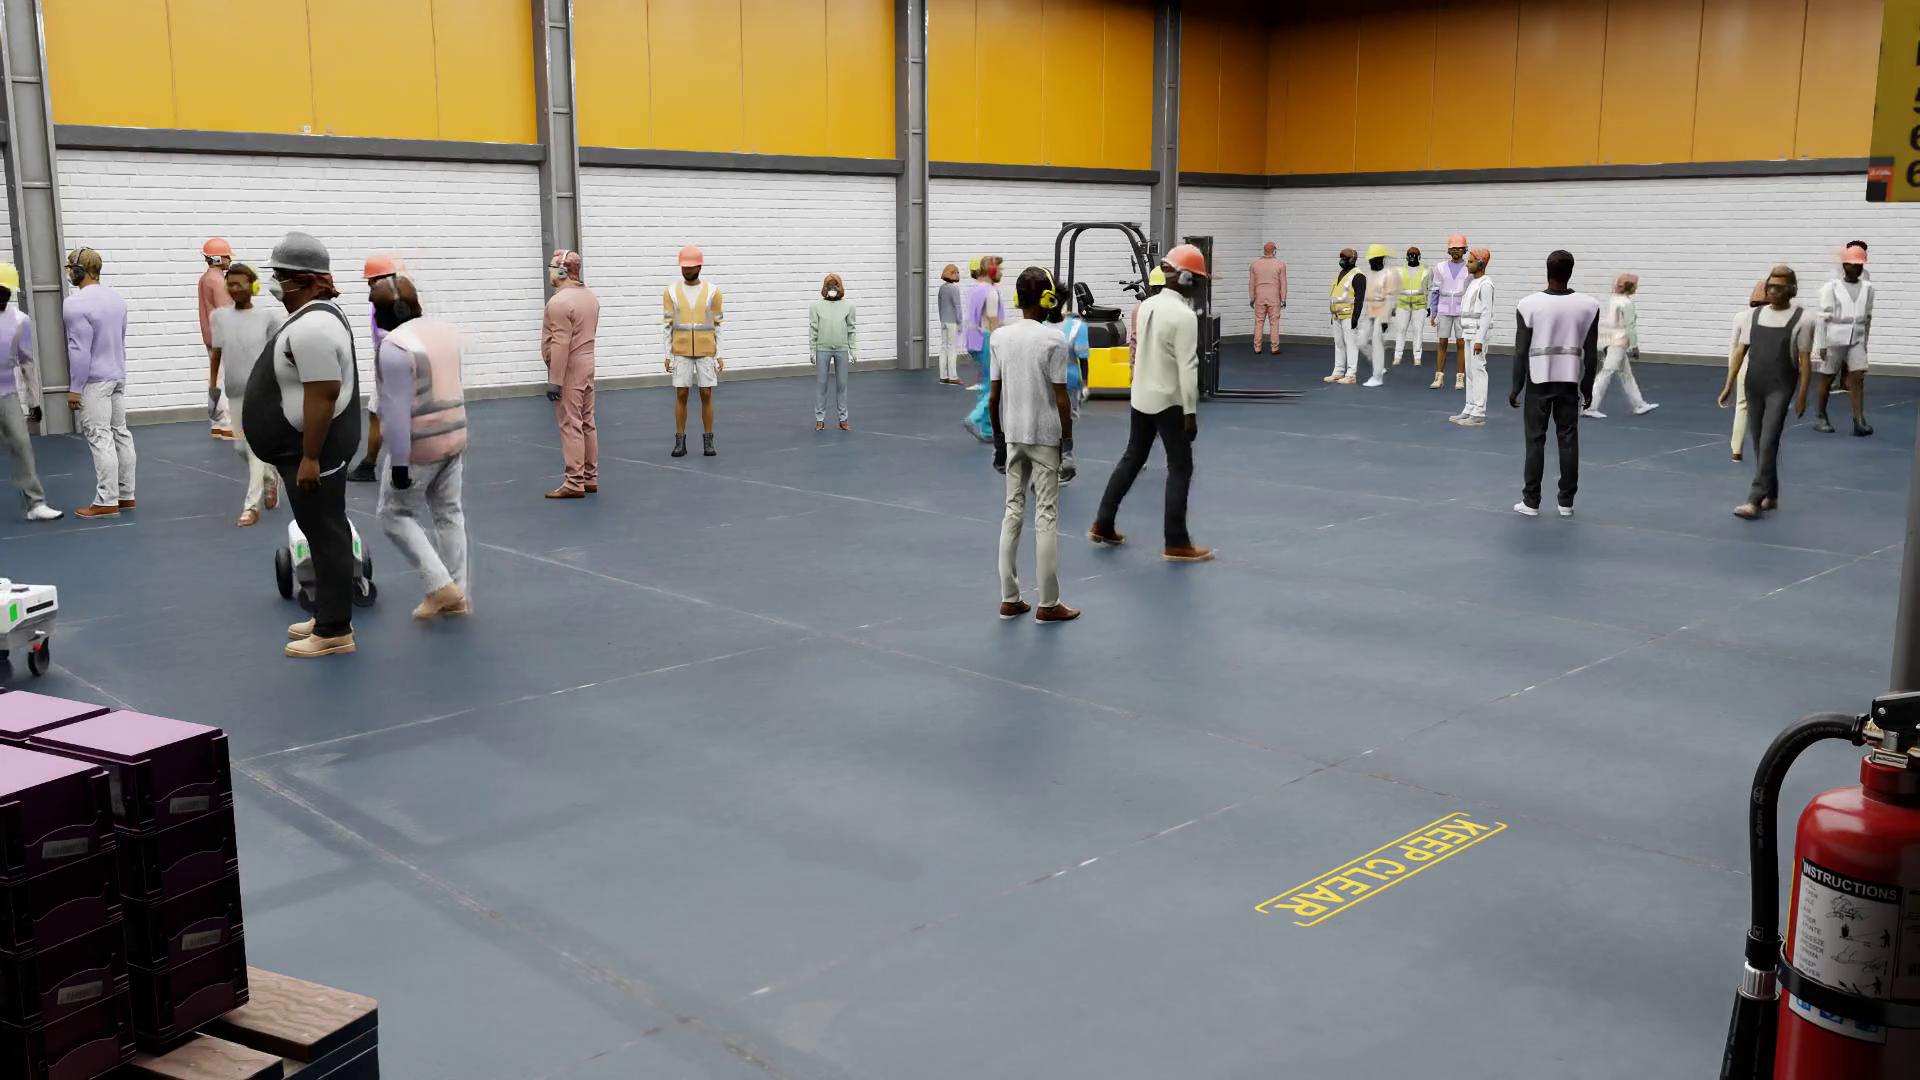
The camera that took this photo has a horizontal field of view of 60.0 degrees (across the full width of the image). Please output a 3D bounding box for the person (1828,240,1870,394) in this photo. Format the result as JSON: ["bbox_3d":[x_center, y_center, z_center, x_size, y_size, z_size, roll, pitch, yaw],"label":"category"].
[{"bbox_3d":[11.384,-2.856,21.328,0.603,1.963,0.368,-3,11,-18],"label":"person"}]

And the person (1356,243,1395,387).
[{"bbox_3d":[5.577,-3.004,22.270,0.416,1.907,0.618,-3,11,-18],"label":"person"}]

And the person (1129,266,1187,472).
[{"bbox_3d":[1.702,-1.443,14.161,0.530,1.767,0.328,2,11,11],"label":"person"}]

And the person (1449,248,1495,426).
[{"bbox_3d":[5.499,-2.162,17.766,0.355,1.883,0.575,0,10,1],"label":"person"}]

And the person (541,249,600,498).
[{"bbox_3d":[-3.028,-1.278,12.868,0.409,1.913,0.642,2,11,10],"label":"person"}]

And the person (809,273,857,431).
[{"bbox_3d":[-1.320,-1.948,17.278,0.498,1.633,0.283,-2,11,-9],"label":"person"}]

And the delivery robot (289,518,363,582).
[{"bbox_3d":[-3.510,0.029,9.186,0.477,0.478,0.707,-5,11,-24],"label":"delivery robot"}]

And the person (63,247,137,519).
[{"bbox_3d":[-6.194,-1.122,11.940,0.372,1.940,0.632,0,10,1],"label":"person"}]

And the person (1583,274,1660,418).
[{"bbox_3d":[7.361,-2.137,18.422,0.882,1.588,0.549,1,10,5],"label":"person"}]

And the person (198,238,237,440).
[{"bbox_3d":[-7.331,-1.992,16.529,0.381,1.994,0.622,-9,14,-39],"label":"person"}]

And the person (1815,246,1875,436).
[{"bbox_3d":[8.977,-2.000,16.803,0.564,1.902,0.912,0,10,2],"label":"person"}]

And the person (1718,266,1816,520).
[{"bbox_3d":[5.816,-1.065,12.013,0.838,1.806,0.516,-7,13,-35],"label":"person"}]

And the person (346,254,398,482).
[{"bbox_3d":[-4.570,-1.379,13.547,1.050,1.874,0.573,3,11,14],"label":"person"}]

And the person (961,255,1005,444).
[{"bbox_3d":[0.276,-1.826,16.053,0.431,1.831,0.602,-3,11,-14],"label":"person"}]

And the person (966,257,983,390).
[{"bbox_3d":[0.315,-2.834,21.798,0.486,1.745,0.528,-4,11,-21],"label":"person"}]

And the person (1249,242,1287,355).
[{"bbox_3d":[5.254,-4.111,28.329,0.651,1.905,0.403,5,11,25],"label":"person"}]

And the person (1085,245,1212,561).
[{"bbox_3d":[1.221,-0.859,10.466,0.600,1.961,0.847,-5,12,-26],"label":"person"}]

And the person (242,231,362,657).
[{"bbox_3d":[-3.184,-0.463,8.069,0.538,2.000,0.684,-3,11,-18],"label":"person"}]

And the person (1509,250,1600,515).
[{"bbox_3d":[4.289,-1.127,12.023,0.600,1.917,0.377,1,10,4],"label":"person"}]

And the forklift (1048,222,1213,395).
[{"bbox_3d":[1.935,-2.847,20.651,2.313,2.155,1.214,2,11,13],"label":"forklift"}]

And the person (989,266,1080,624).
[{"bbox_3d":[0.385,-0.493,8.721,0.516,1.865,0.329,7,13,35],"label":"person"}]

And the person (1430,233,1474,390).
[{"bbox_3d":[6.492,-2.994,21.862,0.608,2.044,0.370,5,12,26],"label":"person"}]

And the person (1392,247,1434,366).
[{"bbox_3d":[7.030,-3.635,25.908,0.634,1.841,0.429,3,11,18],"label":"person"}]

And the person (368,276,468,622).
[{"bbox_3d":[-2.786,-0.463,8.691,0.434,1.817,0.720,3,11,16],"label":"person"}]

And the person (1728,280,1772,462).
[{"bbox_3d":[7.106,-1.490,14.797,0.503,1.634,0.297,7,12,32],"label":"person"}]

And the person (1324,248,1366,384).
[{"bbox_3d":[5.280,-3.067,22.808,0.429,1.846,0.626,-4,11,-20],"label":"person"}]

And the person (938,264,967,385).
[{"bbox_3d":[-0.120,-2.922,22.584,0.286,1.635,0.497,-6,12,-31],"label":"person"}]

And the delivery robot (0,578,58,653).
[{"bbox_3d":[-4.509,0.323,7.580,0.707,0.478,0.477,1,11,7],"label":"delivery robot"}]

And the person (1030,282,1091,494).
[{"bbox_3d":[0.758,-1.197,13.119,0.545,1.649,0.863,1,10,6],"label":"person"}]

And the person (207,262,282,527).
[{"bbox_3d":[-5.065,-1.057,11.867,0.523,1.847,0.856,0,10,-1],"label":"person"}]

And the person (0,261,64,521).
[{"bbox_3d":[-6.891,-1.042,11.790,0.870,1.851,0.646,10,14,44],"label":"person"}]

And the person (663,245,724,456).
[{"bbox_3d":[-2.437,-1.723,15.227,0.550,1.933,0.375,-1,10,-7],"label":"person"}]
